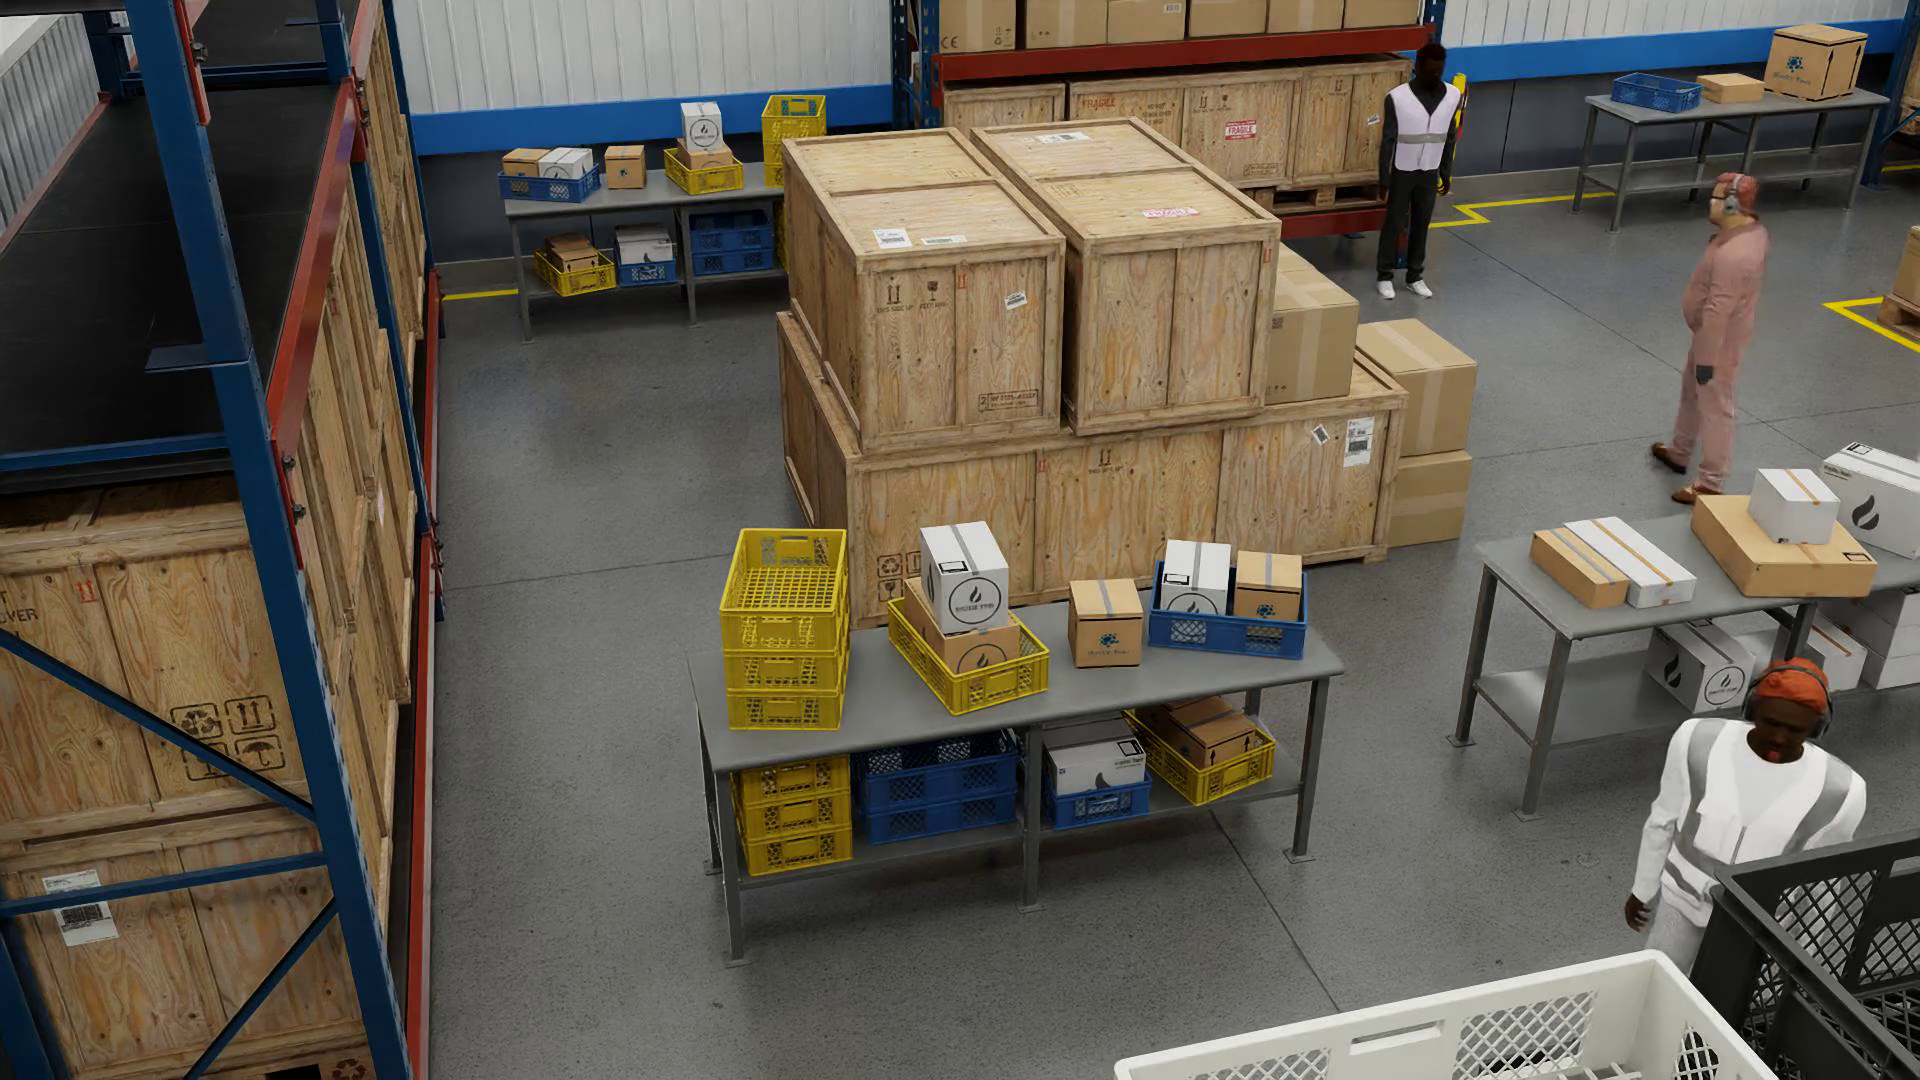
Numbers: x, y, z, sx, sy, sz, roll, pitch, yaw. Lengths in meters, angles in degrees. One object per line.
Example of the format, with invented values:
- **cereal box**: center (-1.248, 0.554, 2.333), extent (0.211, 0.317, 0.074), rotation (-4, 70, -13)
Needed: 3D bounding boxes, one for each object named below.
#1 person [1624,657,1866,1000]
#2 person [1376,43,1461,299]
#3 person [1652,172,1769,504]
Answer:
- **person**: center (2.442, 1.178, 5.307), extent (0.579, 1.878, 0.360), rotation (18, 34, 29)
- **person**: center (3.380, -2.742, 12.385), extent (0.593, 1.909, 0.407), rotation (-7, 30, -12)
- **person**: center (4.336, -1.157, 9.539), extent (0.503, 1.883, 0.691), rotation (16, 33, 27)
